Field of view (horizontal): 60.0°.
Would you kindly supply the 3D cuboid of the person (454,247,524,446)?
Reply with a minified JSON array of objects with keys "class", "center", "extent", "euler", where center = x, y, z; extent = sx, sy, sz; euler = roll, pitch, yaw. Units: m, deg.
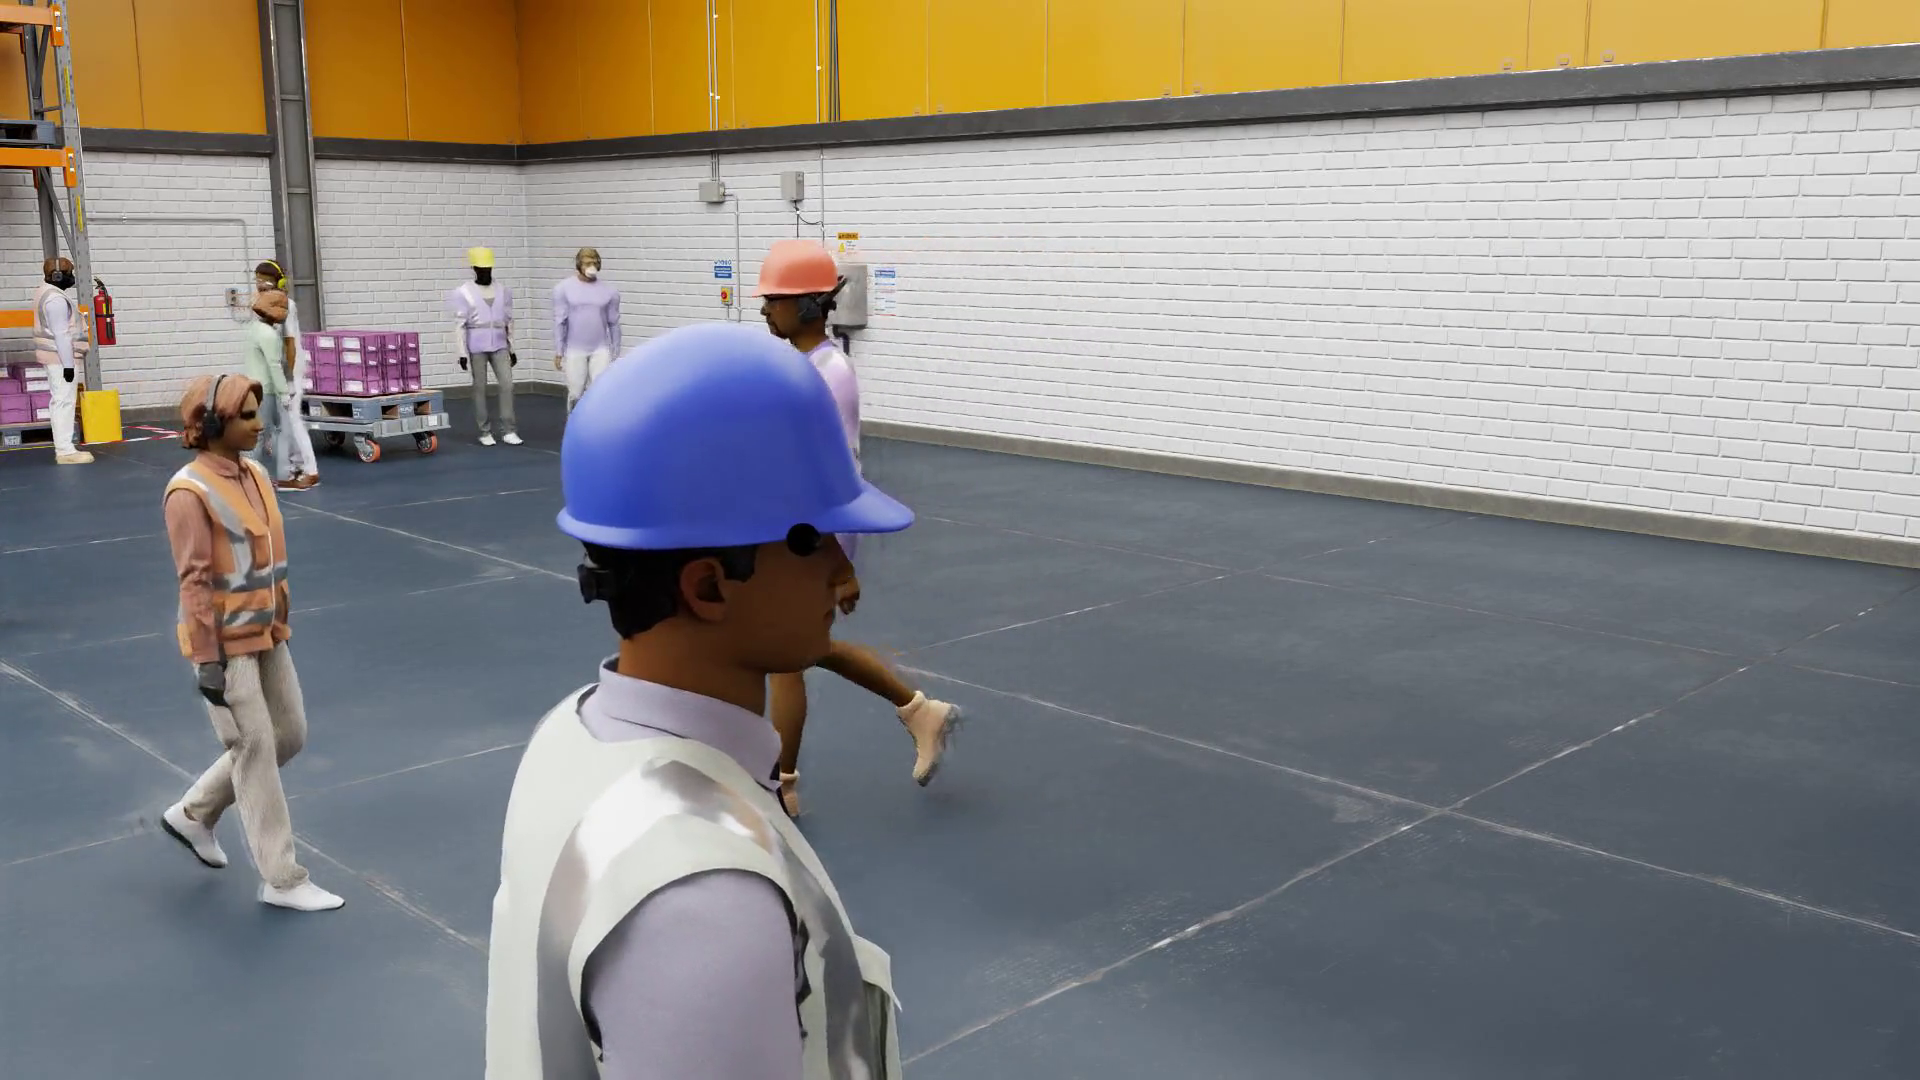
[{"class":"person","center":[-4.470,-1.823,15.855],"extent":[0.620,1.899,0.770],"euler":[-8,13,-36]}]

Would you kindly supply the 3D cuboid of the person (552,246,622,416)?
[{"class":"person","center":[-3.441,-1.744,15.368],"extent":[0.649,1.924,0.588],"euler":[-5,11,-23]}]

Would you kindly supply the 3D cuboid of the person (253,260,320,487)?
[{"class":"person","center":[-5.344,-1.299,13.197],"extent":[0.545,1.831,0.498],"euler":[9,14,41]}]

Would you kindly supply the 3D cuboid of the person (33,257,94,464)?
[{"class":"person","center":[-7.976,-1.592,14.810],"extent":[0.431,1.836,0.620],"euler":[-8,13,-35]}]

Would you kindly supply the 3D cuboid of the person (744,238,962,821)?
[{"class":"person","center":[-0.434,-0.019,5.720],"extent":[0.853,2.023,0.611],"euler":[-2,11,-11]}]

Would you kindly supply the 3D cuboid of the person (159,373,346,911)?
[{"class":"person","center":[-2.170,0.312,4.978],"extent":[0.594,1.626,0.533],"euler":[1,10,4]}]

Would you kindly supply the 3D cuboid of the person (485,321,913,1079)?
[{"class":"person","center":[-0.231,0.780,1.541],"extent":[0.392,1.949,0.602],"euler":[-4,11,-21]}]

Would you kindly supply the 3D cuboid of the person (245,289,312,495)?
[{"class":"person","center":[-5.321,-1.138,12.917],"extent":[0.636,1.597,0.523],"euler":[-5,12,-27]}]
